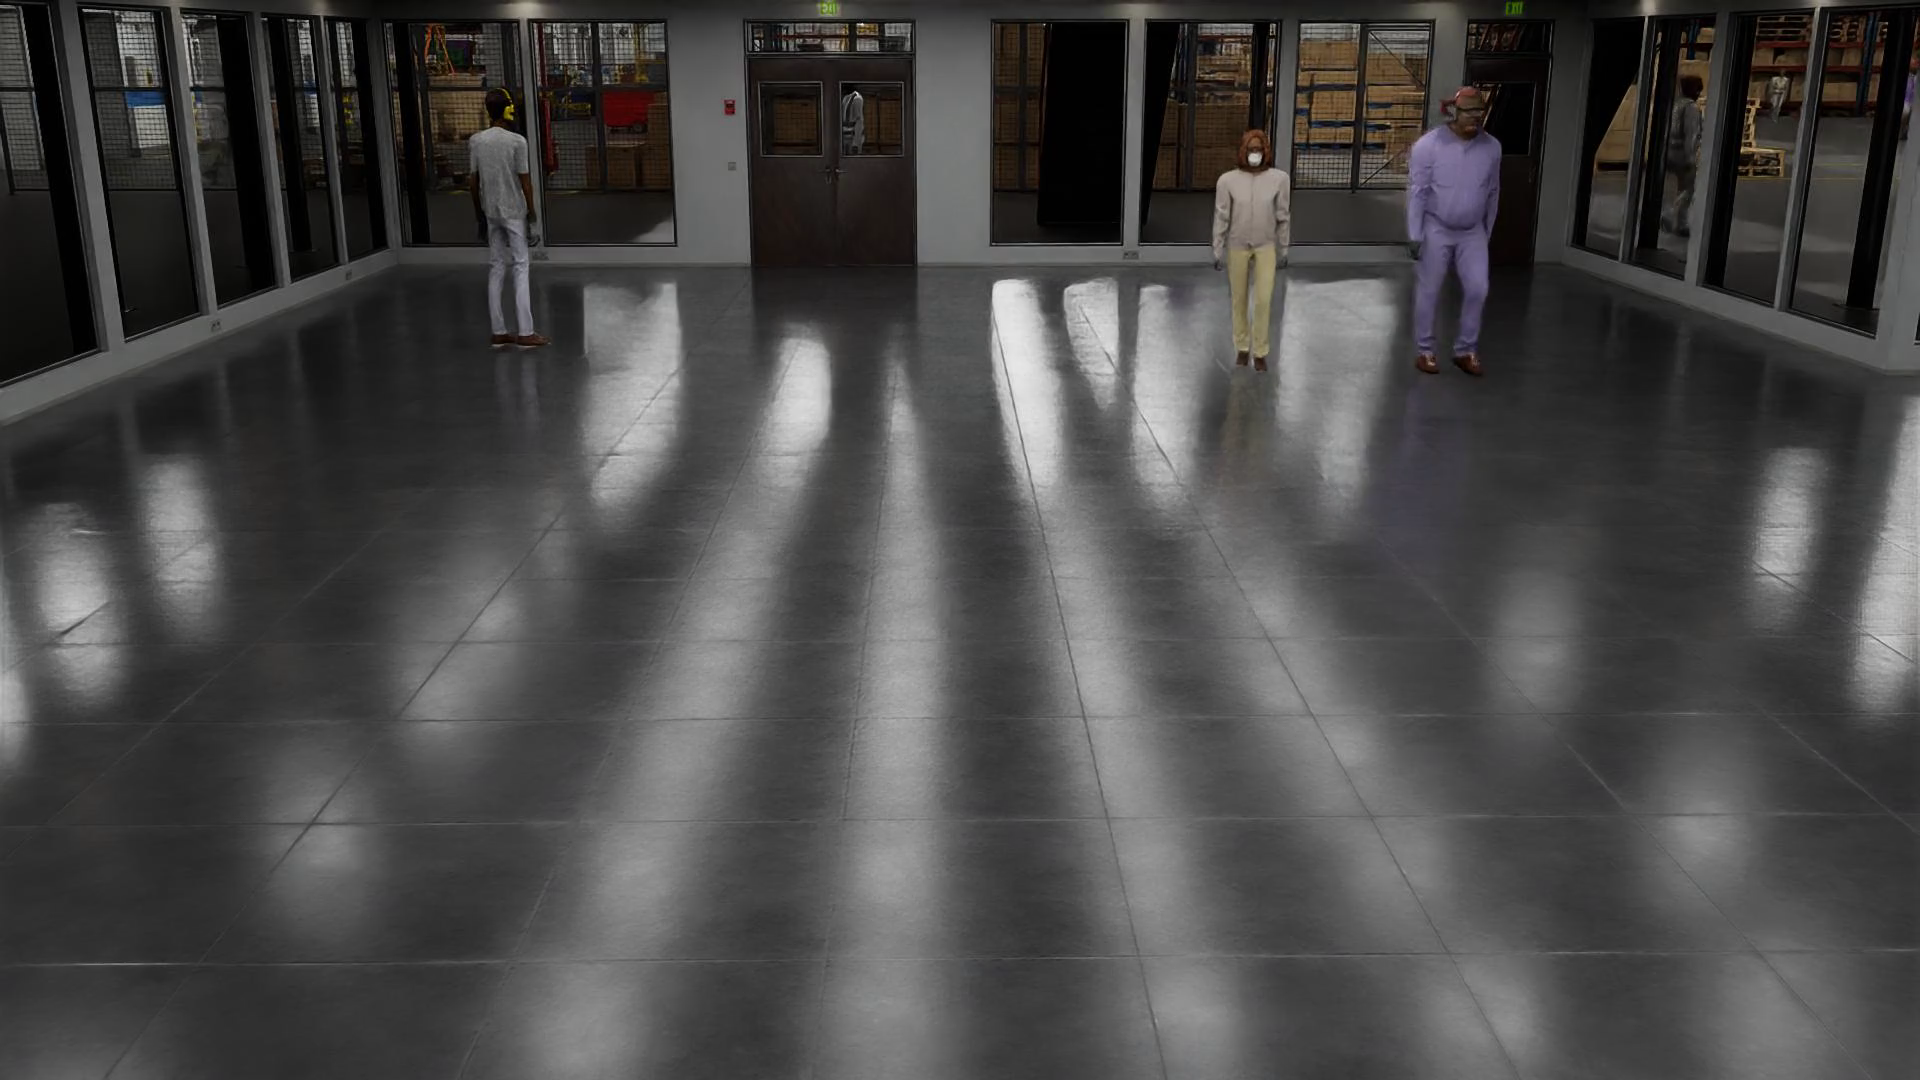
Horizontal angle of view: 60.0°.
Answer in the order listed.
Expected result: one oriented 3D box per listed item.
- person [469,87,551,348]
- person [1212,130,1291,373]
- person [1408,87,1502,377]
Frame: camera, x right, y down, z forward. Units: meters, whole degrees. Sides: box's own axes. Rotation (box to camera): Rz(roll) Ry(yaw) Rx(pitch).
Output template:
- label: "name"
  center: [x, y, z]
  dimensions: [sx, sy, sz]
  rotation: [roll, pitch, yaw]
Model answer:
- label: "person"
  center: [-3.306, -2.337, 12.126]
  dimensions: [0.534, 1.868, 0.309]
  rotation: [6, 17, 19]
- label: "person"
  center: [1.949, -1.922, 11.168]
  dimensions: [0.520, 1.595, 0.777]
  rotation: [2, 17, 7]
- label: "person"
  center: [3.270, -2.015, 11.006]
  dimensions: [0.665, 1.888, 0.629]
  rotation: [-1, 16, -5]
